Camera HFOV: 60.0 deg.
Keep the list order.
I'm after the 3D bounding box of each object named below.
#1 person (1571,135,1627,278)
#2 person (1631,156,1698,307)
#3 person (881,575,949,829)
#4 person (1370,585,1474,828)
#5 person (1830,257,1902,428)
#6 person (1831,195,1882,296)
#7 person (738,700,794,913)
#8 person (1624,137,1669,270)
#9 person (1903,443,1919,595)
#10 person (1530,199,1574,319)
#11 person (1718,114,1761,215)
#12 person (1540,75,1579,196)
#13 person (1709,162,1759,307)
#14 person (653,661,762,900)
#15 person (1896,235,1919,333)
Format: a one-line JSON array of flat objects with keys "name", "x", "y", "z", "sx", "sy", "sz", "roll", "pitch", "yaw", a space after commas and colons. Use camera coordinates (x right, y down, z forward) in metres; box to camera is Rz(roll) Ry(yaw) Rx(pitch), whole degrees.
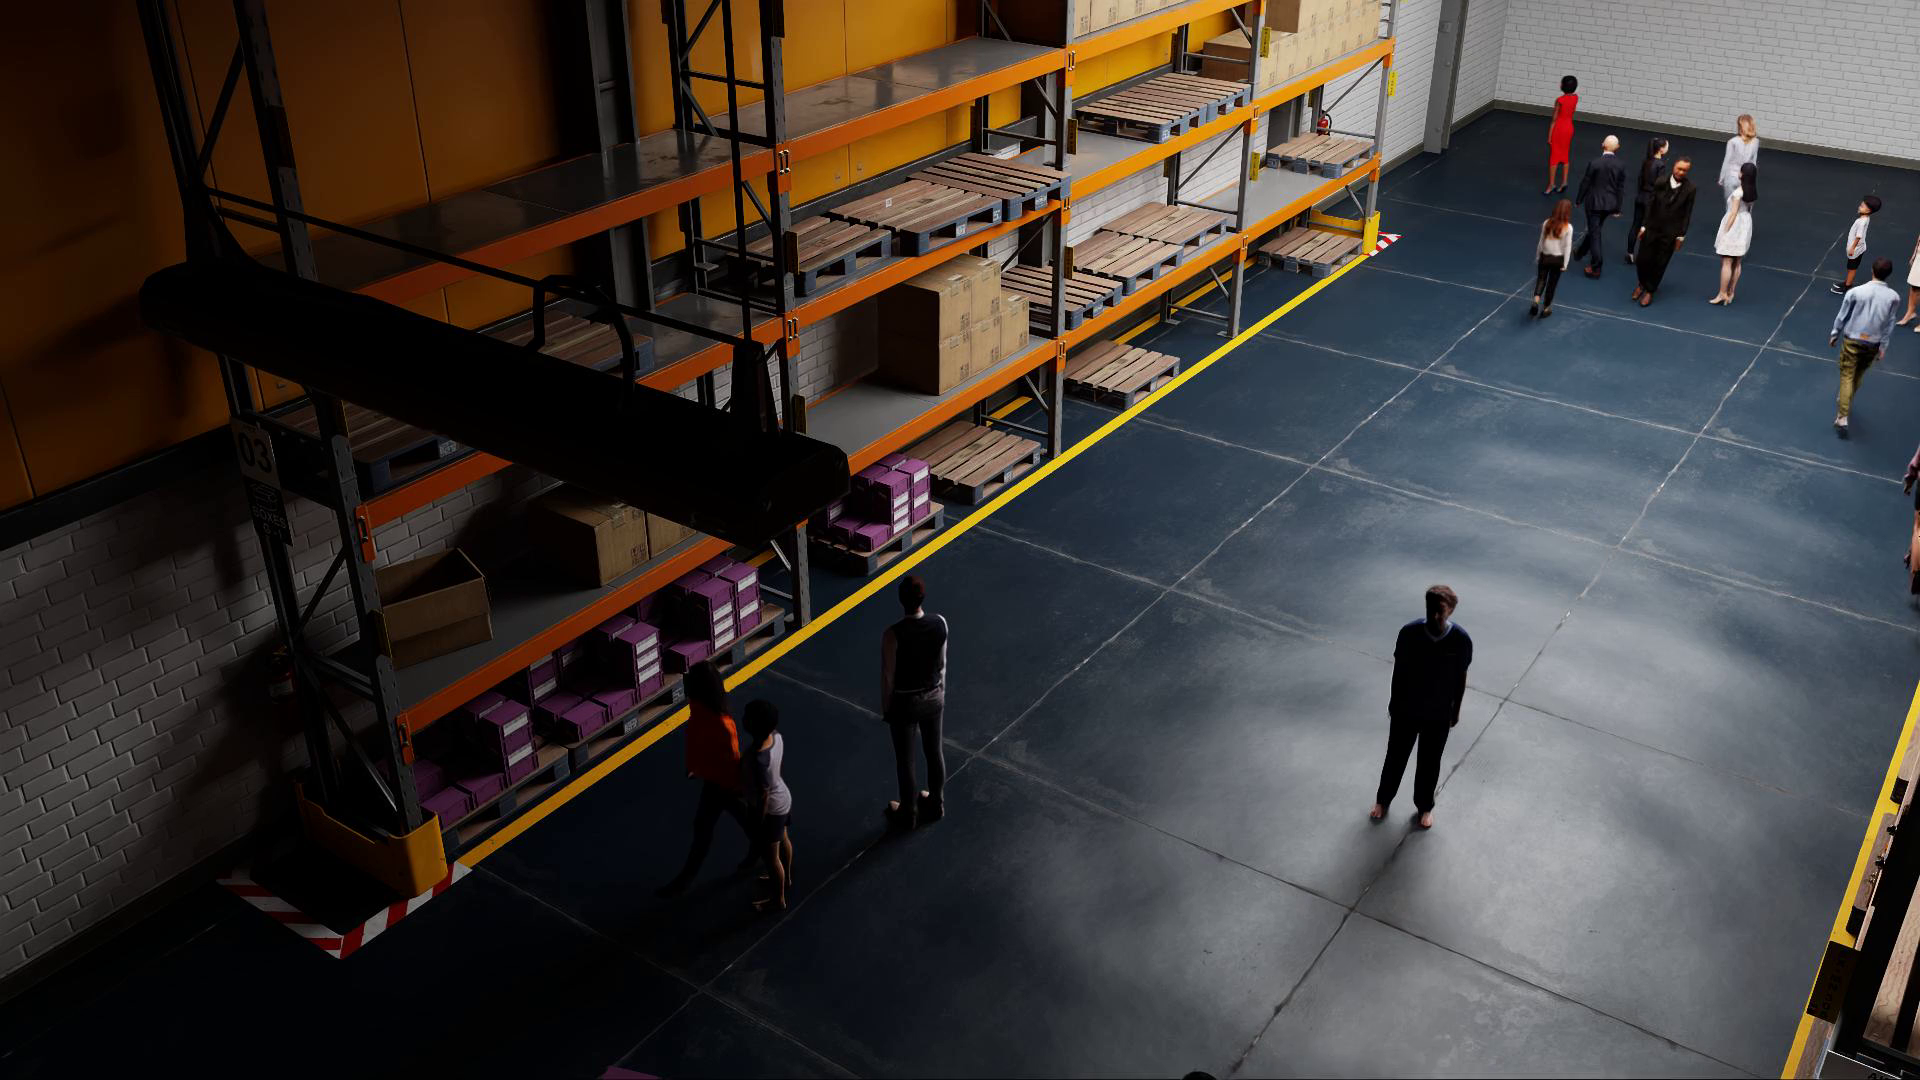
[{"name": "person", "x": 8.233, "y": -4.238, "z": 21.333, "sx": 1.094, "sy": 1.756, "sz": 1.171, "roll": -4, "pitch": 29, "yaw": -7}, {"name": "person", "x": 8.663, "y": -3.806, "z": 20.410, "sx": 0.728, "sy": 1.882, "sz": 0.668, "roll": 20, "pitch": 34, "yaw": 31}, {"name": "person", "x": -0.289, "y": 1.096, "z": 11.369, "sx": 0.687, "sy": 1.932, "sz": 0.794, "roll": -12, "pitch": 31, "yaw": -21}, {"name": "person", "x": 3.172, "y": 1.128, "z": 11.376, "sx": 0.719, "sy": 1.871, "sz": 0.651, "roll": 8, "pitch": 30, "yaw": 15}, {"name": "person", "x": 9.326, "y": -1.998, "z": 17.211, "sx": 0.902, "sy": 1.770, "sz": 1.255, "roll": 10, "pitch": 30, "yaw": 18}, {"name": "person", "x": 11.278, "y": -3.718, "z": 20.892, "sx": 0.543, "sy": 1.265, "sz": 0.444, "roll": 18, "pitch": 33, "yaw": 29}, {"name": "person", "x": -1.231, "y": 1.684, "z": 10.676, "sx": 0.706, "sy": 1.565, "sz": 0.599, "roll": 4, "pitch": 29, "yaw": 8}, {"name": "person", "x": 8.960, "y": -4.390, "z": 21.658, "sx": 0.649, "sy": 1.712, "sz": 0.636, "roll": -10, "pitch": 30, "yaw": -18}, {"name": "person", "x": 8.326, "y": -0.354, "z": 14.195, "sx": 0.776, "sy": 1.773, "sz": 1.170, "roll": 12, "pitch": 31, "yaw": 20}, {"name": "person", "x": 7.091, "y": -3.354, "z": 20.007, "sx": 0.545, "sy": 1.474, "sz": 0.712, "roll": 19, "pitch": 34, "yaw": 31}, {"name": "person", "x": 10.449, "y": -4.784, "z": 22.323, "sx": 0.831, "sy": 1.767, "sz": 0.906, "roll": 0, "pitch": 29, "yaw": -1}, {"name": "person", "x": 8.876, "y": -5.956, "z": 24.503, "sx": 0.626, "sy": 1.736, "sz": 0.723, "roll": -13, "pitch": 31, "yaw": -23}, {"name": "person", "x": 9.520, "y": -3.761, "z": 20.441, "sx": 0.696, "sy": 1.773, "sz": 0.802, "roll": -18, "pitch": 33, "yaw": -29}, {"name": "person", "x": -1.501, "y": 1.520, "z": 10.834, "sx": 1.192, "sy": 1.701, "sz": 0.923, "roll": -16, "pitch": 33, "yaw": -27}, {"name": "person", "x": 11.507, "y": -3.335, "z": 19.682, "sx": 0.708, "sy": 1.751, "sz": 0.689, "roll": -11, "pitch": 30, "yaw": -19}]
